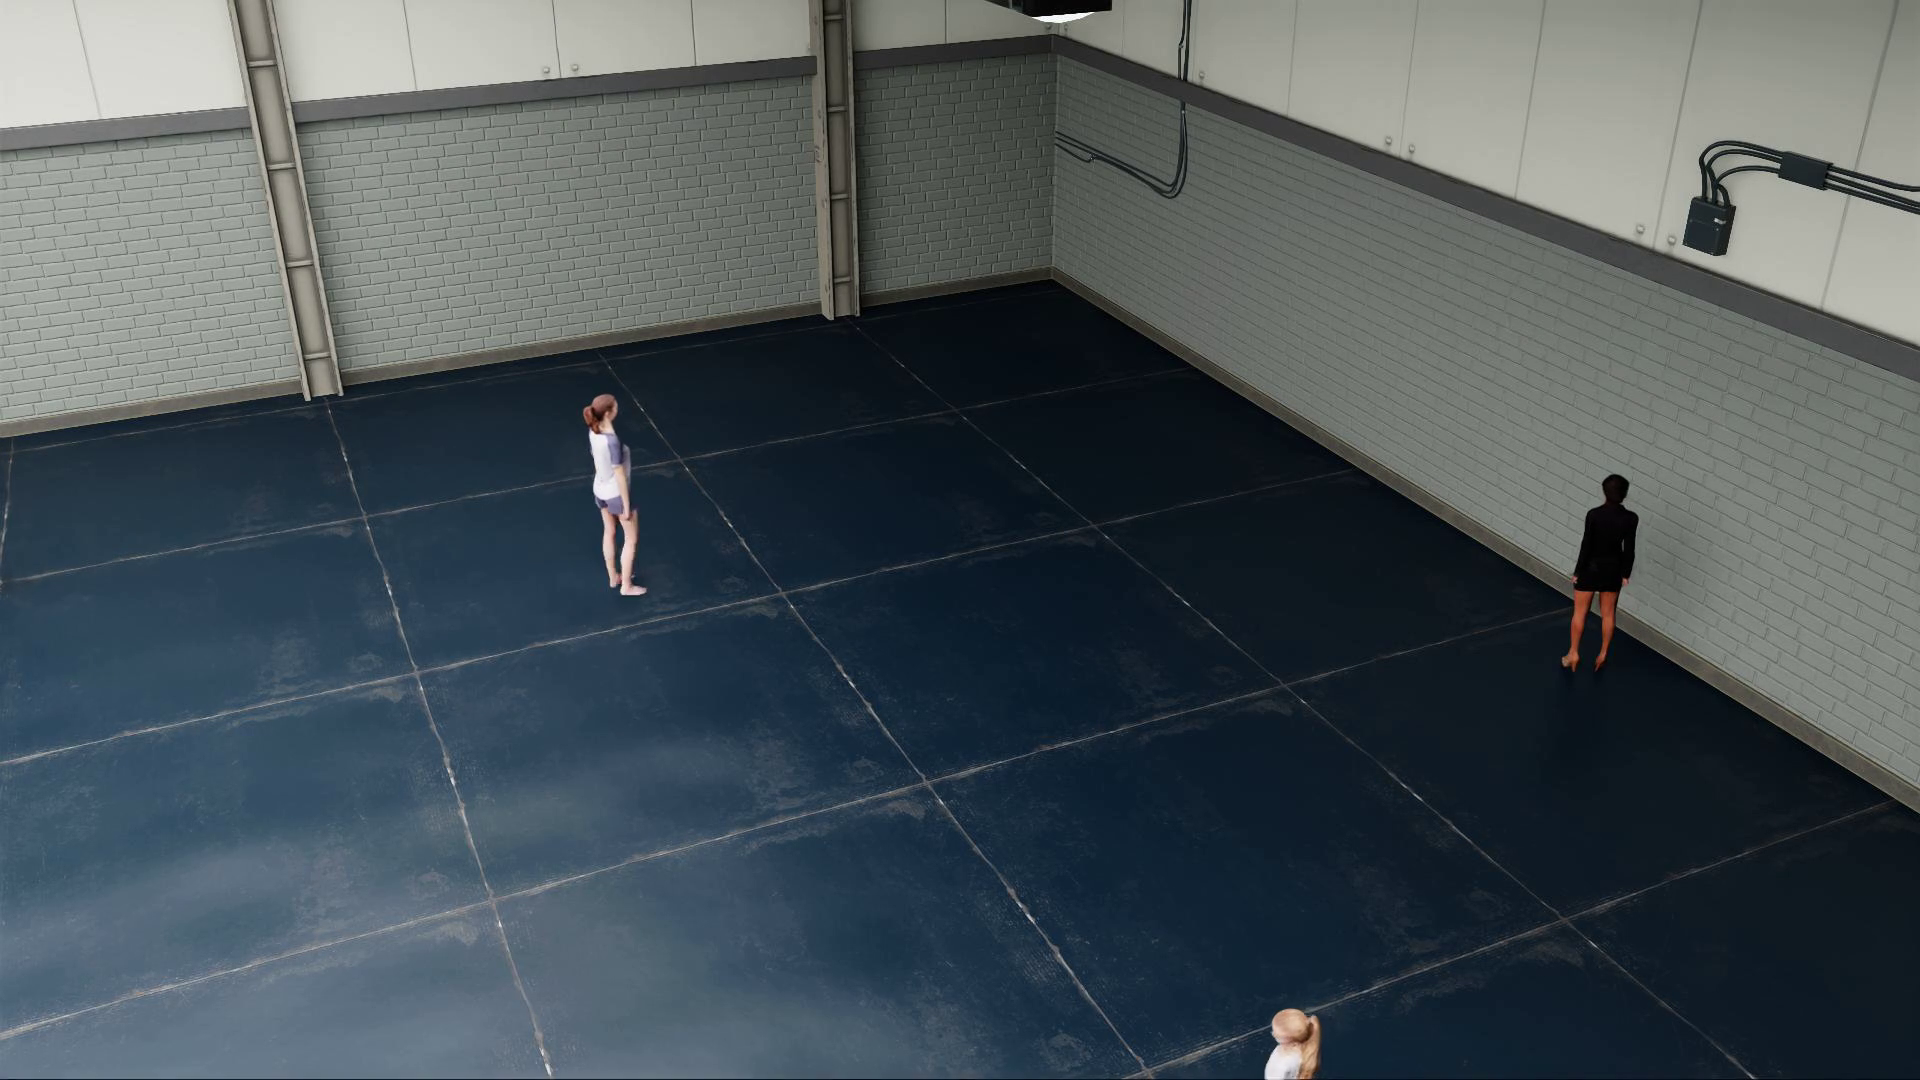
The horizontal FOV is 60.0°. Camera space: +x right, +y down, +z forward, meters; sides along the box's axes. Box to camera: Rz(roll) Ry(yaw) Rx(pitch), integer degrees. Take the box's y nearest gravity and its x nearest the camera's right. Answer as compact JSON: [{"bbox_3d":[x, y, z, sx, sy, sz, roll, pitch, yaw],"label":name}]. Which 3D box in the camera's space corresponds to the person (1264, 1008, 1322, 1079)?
[{"bbox_3d":[1.659,2.767,8.152,0.678,1.258,0.607,22,34,36],"label":"person"}]

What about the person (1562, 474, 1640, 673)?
[{"bbox_3d":[4.851,0.261,12.601,0.679,1.640,0.753,3,27,5],"label":"person"}]

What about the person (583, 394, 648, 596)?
[{"bbox_3d":[-2.887,-0.370,13.689,0.678,1.766,0.688,23,35,37],"label":"person"}]
